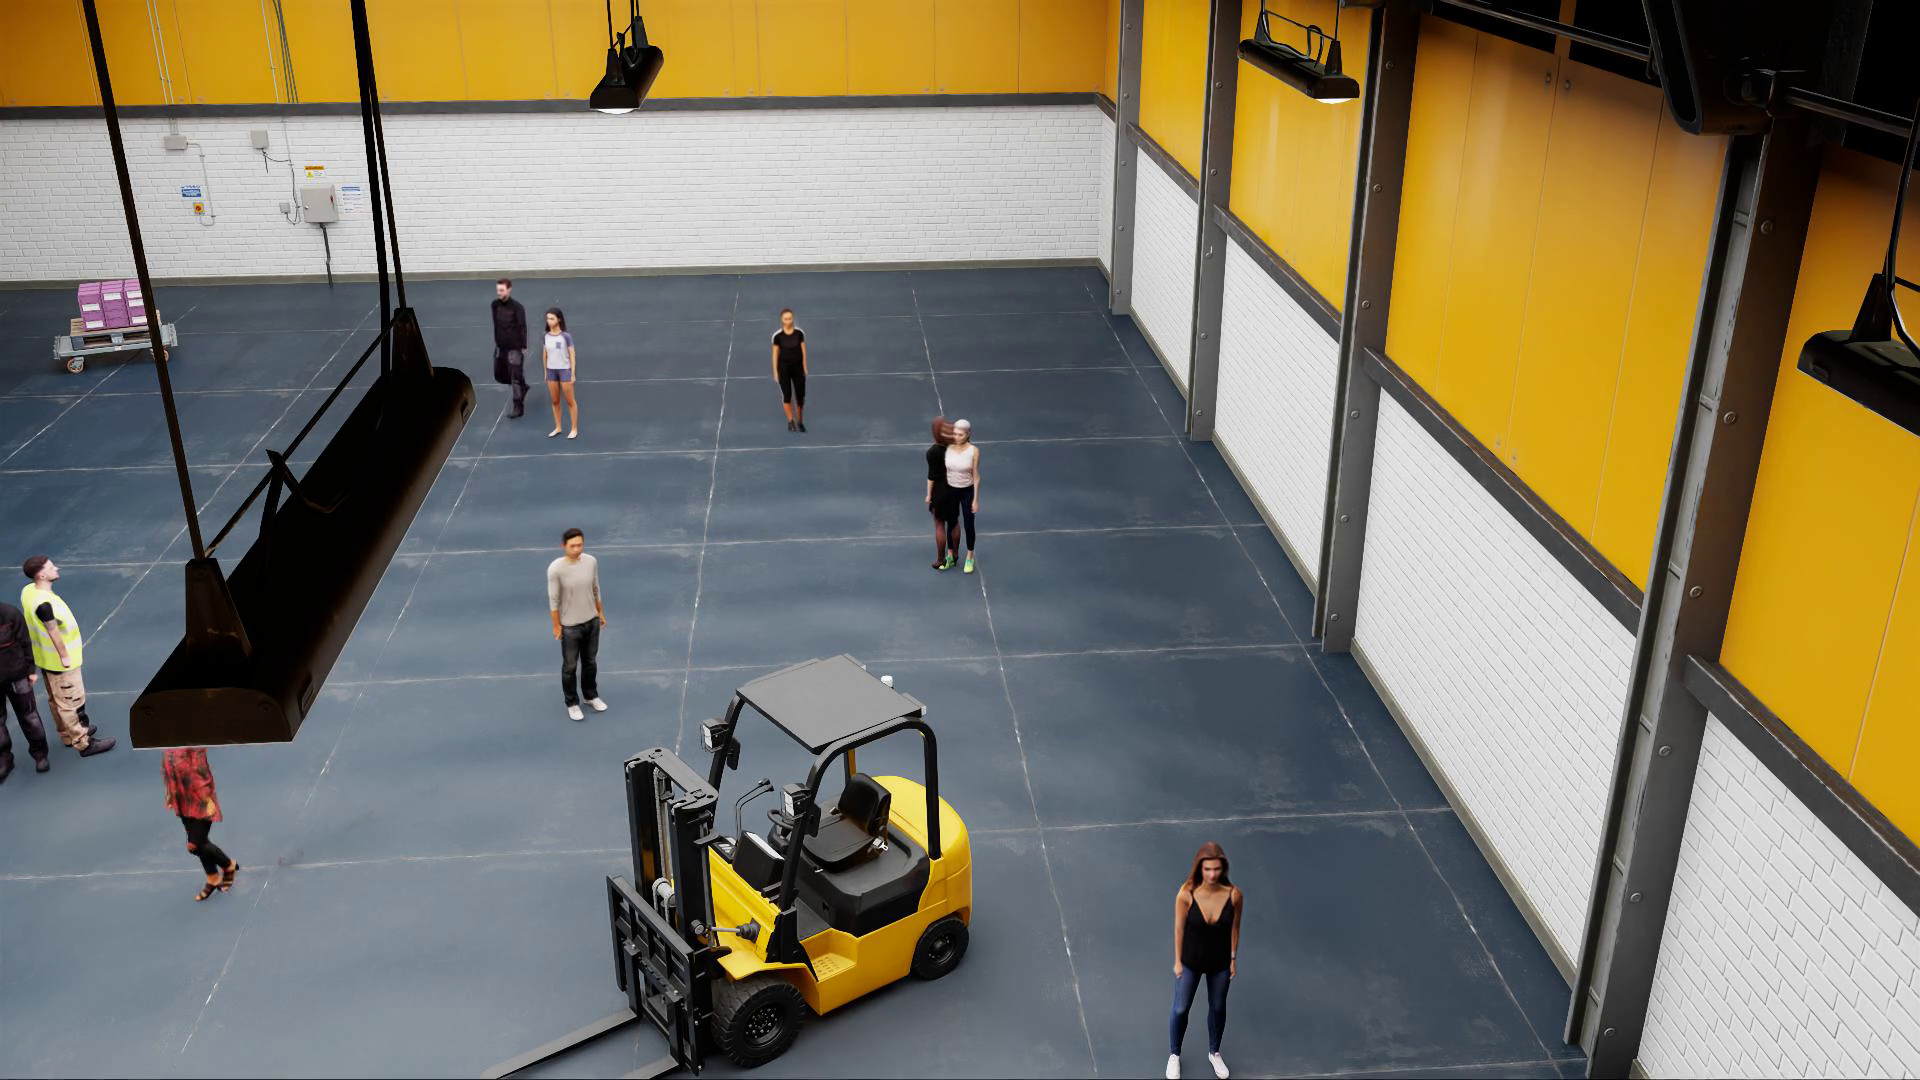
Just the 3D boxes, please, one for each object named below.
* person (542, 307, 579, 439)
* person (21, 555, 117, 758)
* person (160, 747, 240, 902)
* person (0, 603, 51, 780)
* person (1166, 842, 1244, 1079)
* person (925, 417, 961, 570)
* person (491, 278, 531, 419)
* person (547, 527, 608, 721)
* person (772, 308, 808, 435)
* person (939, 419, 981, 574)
[{"bbox_3d":[-5.183,-2.173,21.555,0.645,1.733,0.617,6,24,14],"label":"person"},{"bbox_3d":[-7.701,0.971,14.220,0.916,1.847,0.849,-21,31,-40],"label":"person"},{"bbox_3d":[-5.600,1.886,12.317,0.755,1.695,0.801,15,28,30],"label":"person"},{"bbox_3d":[-8.002,1.122,13.886,0.785,1.838,0.686,-9,25,-20],"label":"person"},{"bbox_3d":[1.548,2.651,10.533,0.585,1.723,0.520,-1,24,-3],"label":"person"},{"bbox_3d":[-0.165,-0.499,17.761,0.657,1.704,0.671,-18,29,-35],"label":"person"},{"bbox_3d":[-6.006,-2.607,22.343,0.925,1.896,1.026,11,26,24],"label":"person"},{"bbox_3d":[-3.426,0.714,14.857,0.739,1.807,0.761,-20,30,-38],"label":"person"},{"bbox_3d":[-2.235,-2.255,21.838,0.651,1.656,0.734,-5,24,-10],"label":"person"},{"bbox_3d":[0.009,-0.492,17.742,0.669,1.707,0.660,8,25,17],"label":"person"}]
